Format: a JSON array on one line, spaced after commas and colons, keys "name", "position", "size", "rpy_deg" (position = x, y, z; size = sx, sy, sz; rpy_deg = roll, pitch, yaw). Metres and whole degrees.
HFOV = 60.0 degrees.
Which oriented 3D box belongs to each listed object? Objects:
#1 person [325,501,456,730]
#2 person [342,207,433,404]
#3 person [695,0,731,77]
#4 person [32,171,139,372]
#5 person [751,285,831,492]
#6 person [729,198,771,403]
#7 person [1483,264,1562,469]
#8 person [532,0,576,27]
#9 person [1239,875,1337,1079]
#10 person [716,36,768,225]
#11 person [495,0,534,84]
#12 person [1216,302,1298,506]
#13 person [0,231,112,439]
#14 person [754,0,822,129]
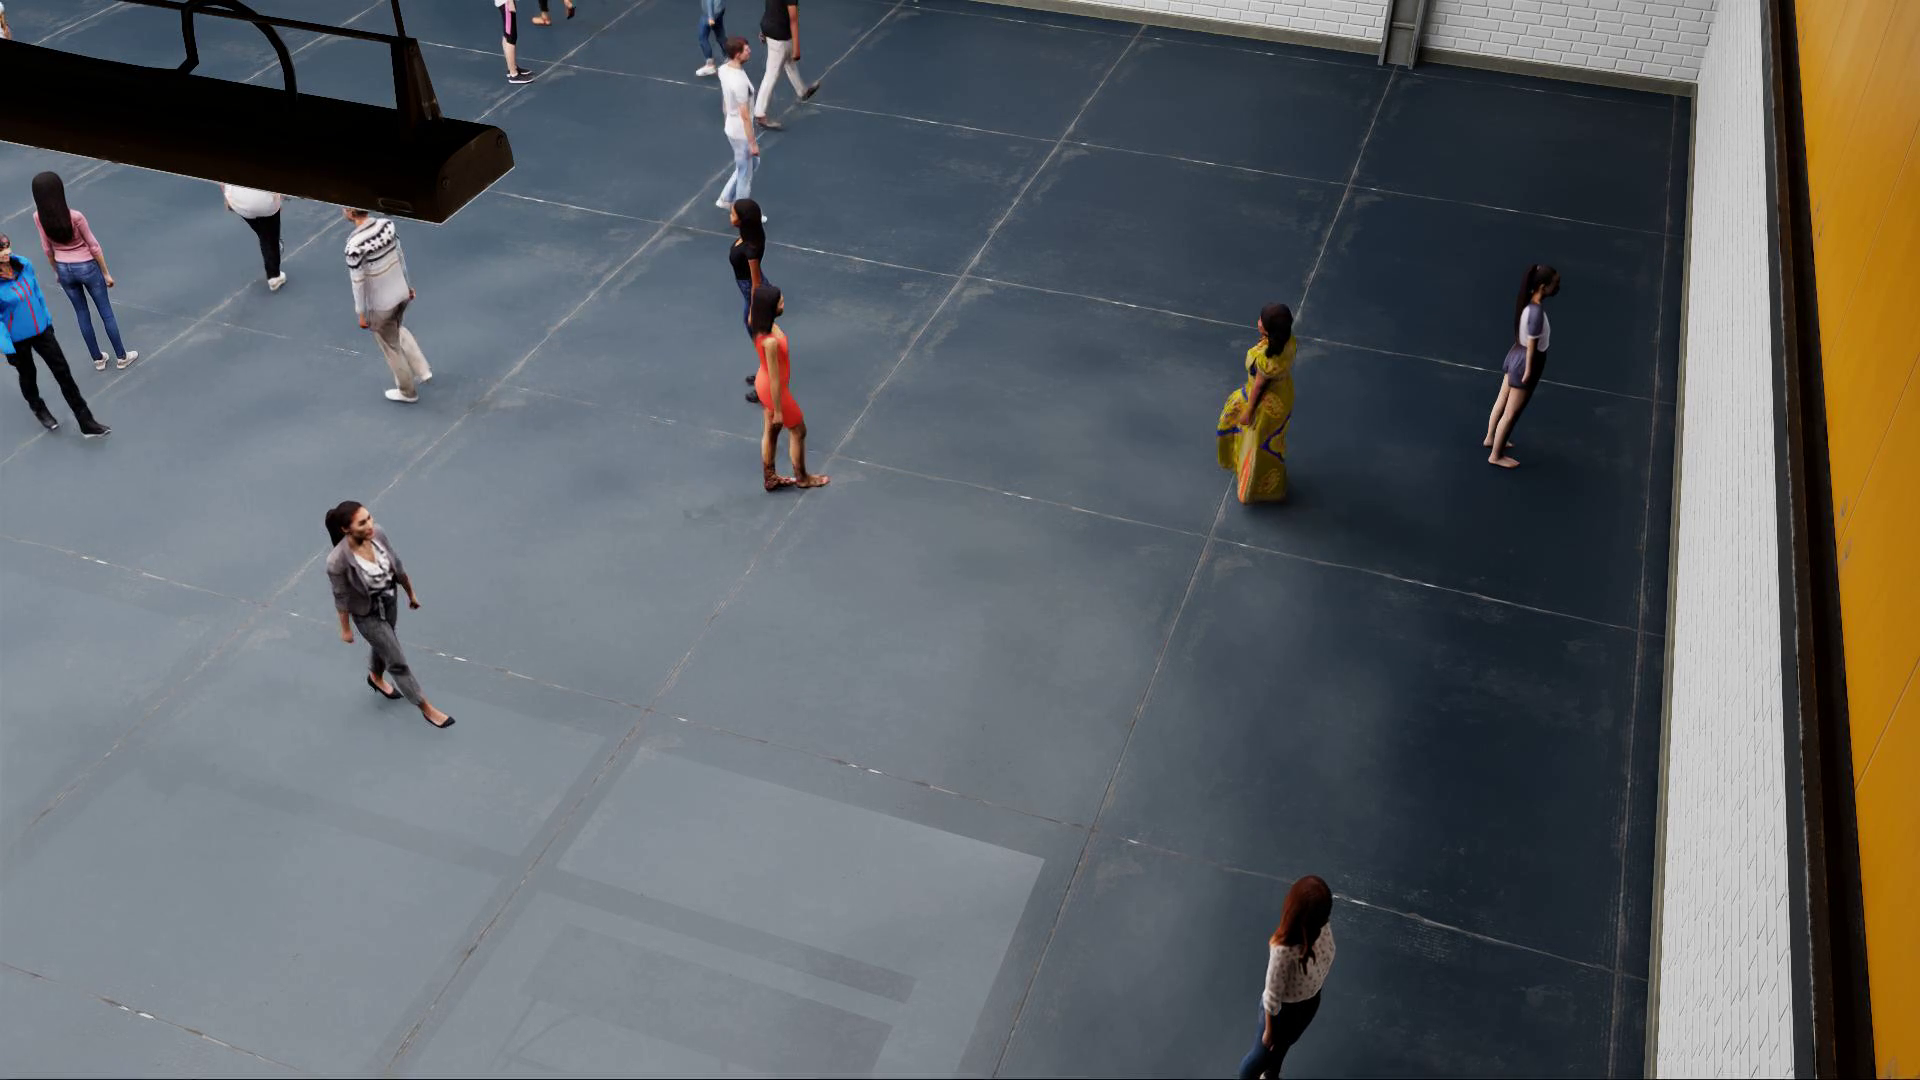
[{"name": "person", "position": [-3.666, 0.424, 10.289], "size": [1.031, 1.641, 0.685], "rpy_deg": [16, 41, 19]}, {"name": "person", "position": [-4.421, -1.880, 13.008], "size": [0.643, 1.847, 0.718], "rpy_deg": [16, 41, 19]}, {"name": "person", "position": [-2.635, -5.790, 18.210], "size": [0.679, 1.465, 0.640], "rpy_deg": [8, 39, 9]}, {"name": "person", "position": [-7.137, -2.175, 13.462], "size": [0.577, 1.742, 0.714], "rpy_deg": [-3, 39, -4]}, {"name": "person", "position": [-1.417, -1.056, 12.087], "size": [0.874, 1.708, 0.813], "rpy_deg": [-13, 40, -15]}, {"name": "person", "position": [-1.607, -1.896, 13.115], "size": [0.651, 1.739, 0.647], "rpy_deg": [-3, 39, -3]}, {"name": "person", "position": [4.202, -1.317, 12.461], "size": [0.595, 1.649, 0.644], "rpy_deg": [3, 39, 4]}, {"name": "person", "position": [-4.796, -6.813, 19.213], "size": [0.857, 1.812, 0.666], "rpy_deg": [18, 42, 21]}, {"name": "person", "position": [1.577, 2.207, 7.986], "size": [0.634, 1.728, 0.649], "rpy_deg": [32, 48, 34]}, {"name": "person", "position": [-2.110, -3.725, 15.324], "size": [0.886, 1.841, 0.828], "rpy_deg": [-13, 41, -16]}, {"name": "person", "position": [-4.935, -5.859, 18.040], "size": [0.722, 1.786, 0.674], "rpy_deg": [-14, 41, -17]}, {"name": "person", "position": [2.300, -0.963, 12.019], "size": [0.798, 1.648, 0.710], "rpy_deg": [14, 41, 16]}, {"name": "person", "position": [-7.184, -1.581, 12.700], "size": [1.114, 1.765, 0.798], "rpy_deg": [22, 44, 25]}, {"name": "person", "position": [-1.932, -5.168, 17.208], "size": [1.278, 1.744, 1.280], "rpy_deg": [-18, 42, -21]}]
